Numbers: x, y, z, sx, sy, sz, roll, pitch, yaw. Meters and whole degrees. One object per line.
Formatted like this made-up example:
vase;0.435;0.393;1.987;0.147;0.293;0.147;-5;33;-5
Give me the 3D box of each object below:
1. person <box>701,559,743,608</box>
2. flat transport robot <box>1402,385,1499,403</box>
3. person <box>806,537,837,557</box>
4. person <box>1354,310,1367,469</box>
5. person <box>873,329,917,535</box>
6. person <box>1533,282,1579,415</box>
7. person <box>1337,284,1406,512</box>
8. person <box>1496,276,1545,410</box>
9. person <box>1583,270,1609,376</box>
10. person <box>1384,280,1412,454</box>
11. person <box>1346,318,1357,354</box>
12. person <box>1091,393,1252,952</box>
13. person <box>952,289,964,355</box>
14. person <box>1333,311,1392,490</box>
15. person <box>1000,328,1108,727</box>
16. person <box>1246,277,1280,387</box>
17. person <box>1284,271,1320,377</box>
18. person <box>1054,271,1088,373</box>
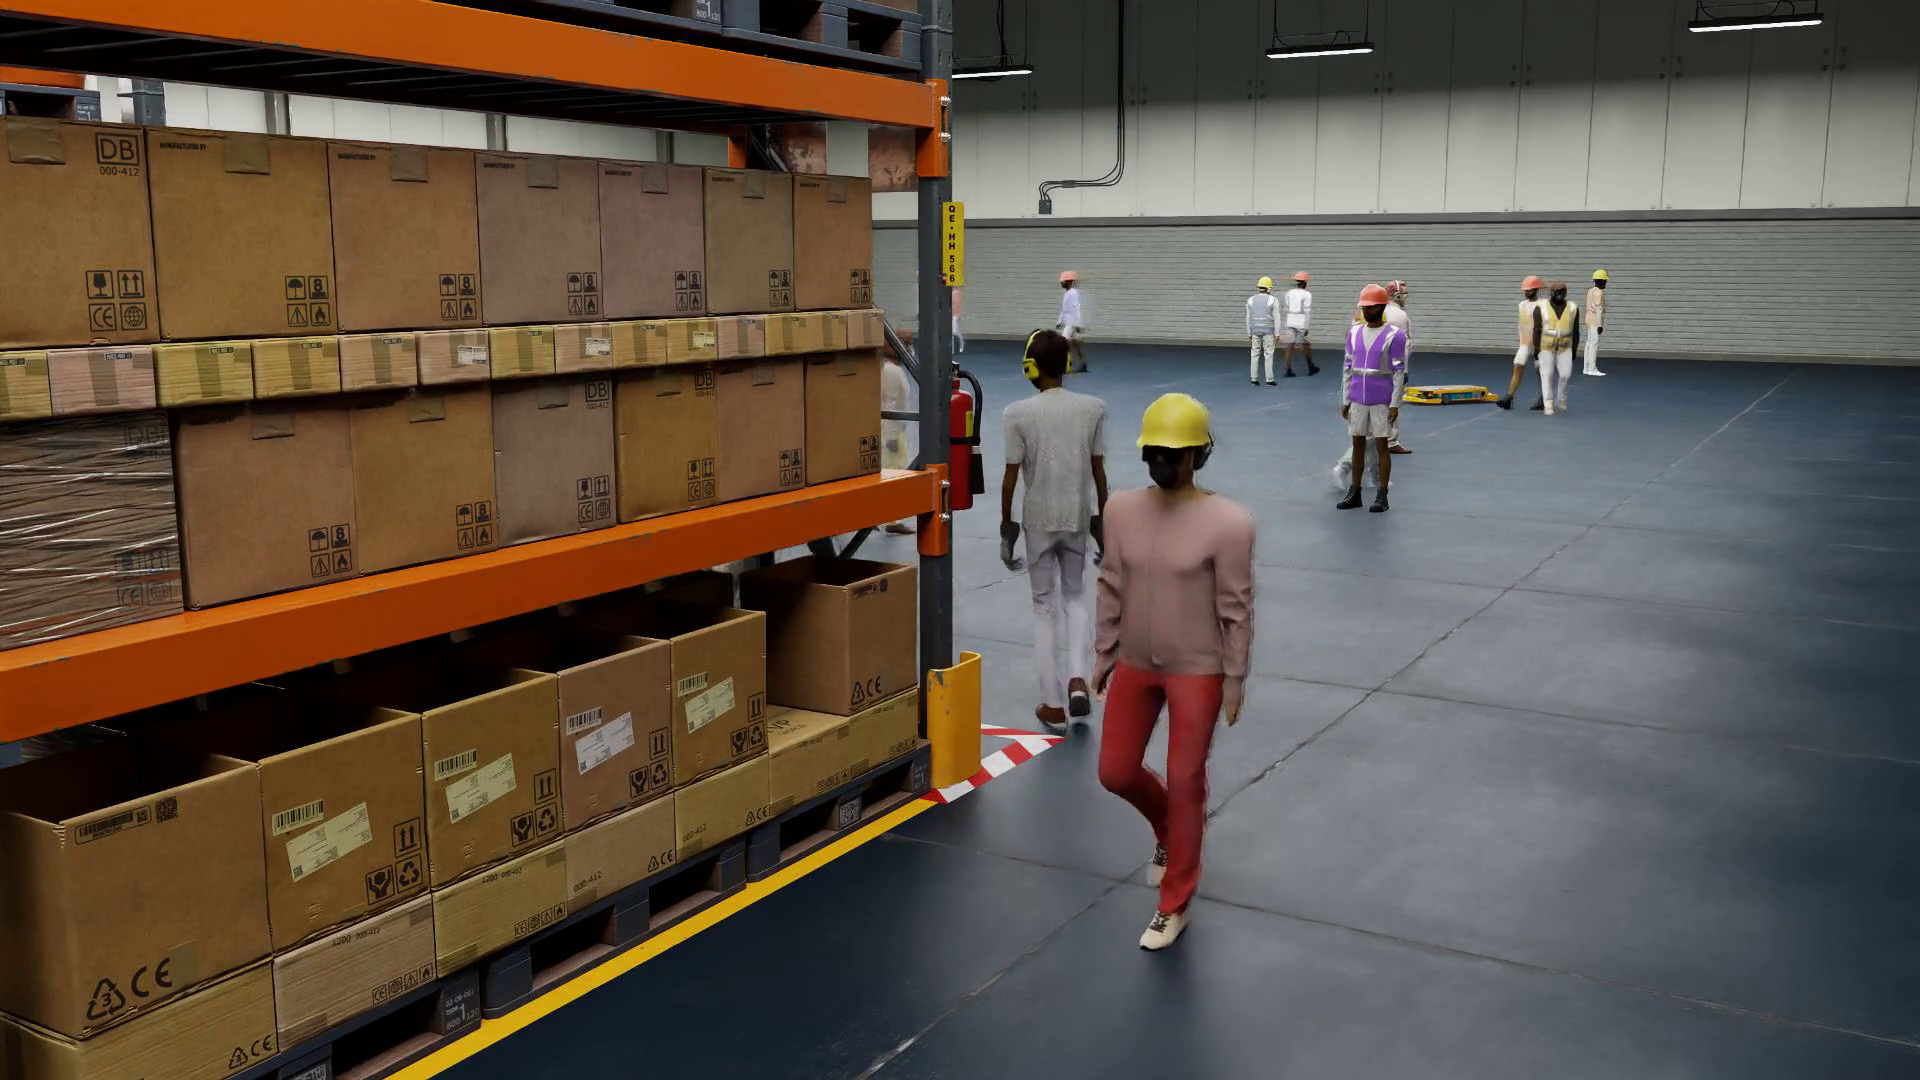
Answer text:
person;-1.177;-0.028;8.241;0.522;1.623;0.596;5;11;28
flat transport robot;7.259;-2.178;24.764;1.431;0.197;0.652;-5;11;-27
person;-1.160;-0.498;10.286;1.035;1.862;0.622;1;10;4
person;4.149;-1.535;17.026;0.516;1.635;0.312;-8;13;-40
person;-0.524;-0.826;12.893;0.400;1.617;0.515;1;10;6
person;8.174;-2.623;22.837;0.633;1.828;0.438;2;10;9
person;3.508;-1.207;14.207;0.547;1.938;0.359;8;13;39
person;7.962;-2.746;23.346;0.976;1.889;0.554;-7;12;-36
person;11.619;-3.963;30.373;0.368;1.928;0.585;1;10;4
person;4.795;-1.912;18.426;0.408;1.906;0.654;-3;10;-15
person;4.764;-1.998;19.162;0.639;1.833;0.481;7;12;35
person;0.684;0.401;5.308;0.539;1.754;0.461;7;12;34
person;-0.175;-4.926;36.530;0.553;1.740;0.488;7;12;37
person;3.776;-1.314;15.481;0.782;1.716;0.486;-5;11;-28
person;0.440;-0.050;7.704;0.533;1.844;0.389;-2;10;-14
person;5.078;-3.473;27.778;0.588;1.833;0.404;6;12;33
person;6.179;-3.893;30.069;0.549;1.895;0.949;9;13;41
person;1.957;-4.038;30.919;0.975;1.886;0.553;-1;10;-5
